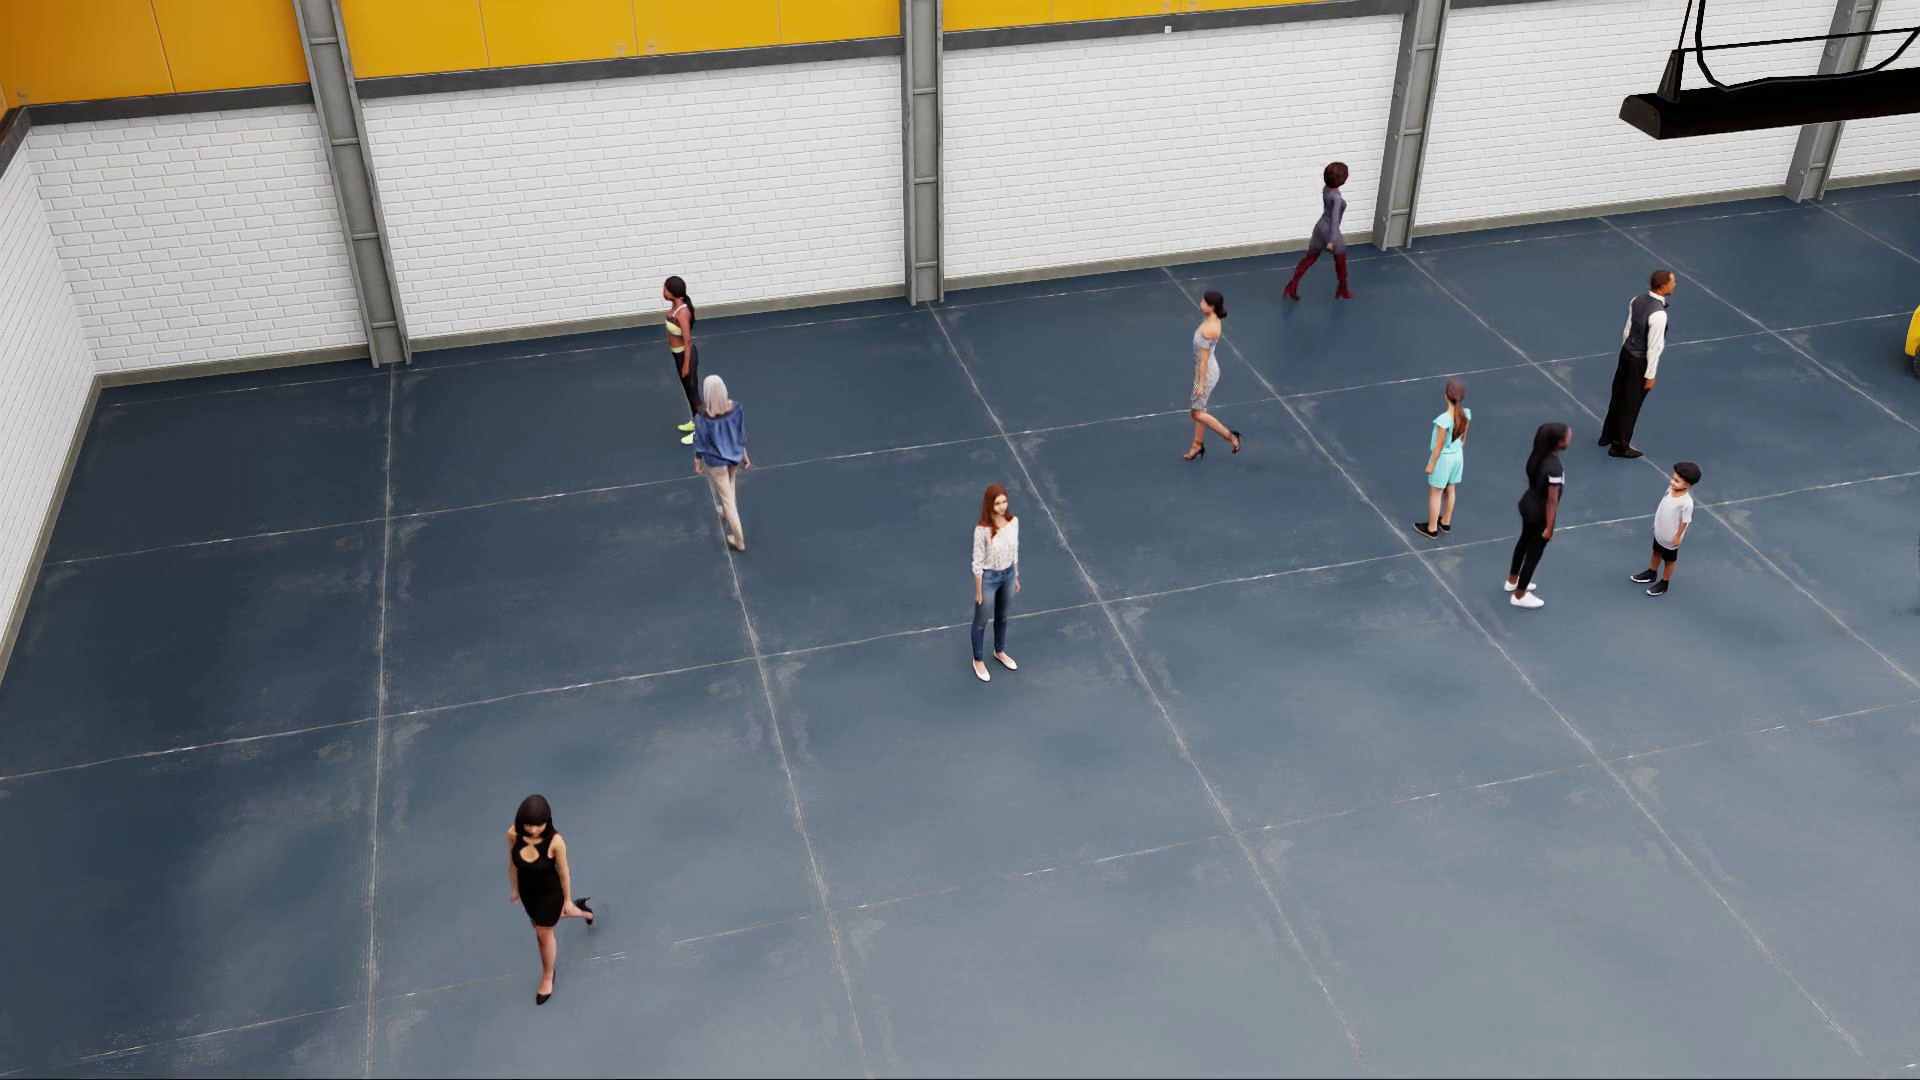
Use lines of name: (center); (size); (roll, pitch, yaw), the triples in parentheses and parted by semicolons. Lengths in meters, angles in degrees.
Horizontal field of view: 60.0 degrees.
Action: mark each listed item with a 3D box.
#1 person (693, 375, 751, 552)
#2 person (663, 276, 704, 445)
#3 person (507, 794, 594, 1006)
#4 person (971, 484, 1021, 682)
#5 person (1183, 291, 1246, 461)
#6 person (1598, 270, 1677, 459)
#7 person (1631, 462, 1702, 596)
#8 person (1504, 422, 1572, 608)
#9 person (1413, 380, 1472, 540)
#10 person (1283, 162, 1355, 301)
person: (-2.040, -0.648, 14.677); (0.953, 1.672, 0.892); (-22, 40, -30)
person: (-2.680, -1.779, 16.305); (0.490, 1.753, 0.560); (-8, 34, -12)
person: (-2.595, 2.167, 10.484); (0.959, 1.624, 0.936); (10, 35, 15)
person: (0.275, 0.304, 13.193); (0.531, 1.728, 0.684); (-18, 38, -25)
person: (2.432, -1.527, 15.873); (0.921, 1.811, 0.794); (7, 34, 10)
person: (6.550, -1.721, 16.071); (0.616, 1.917, 0.720); (-5, 34, -7)
person: (6.092, -0.116, 14.249); (0.472, 1.260, 0.478); (-9, 35, -13)
person: (4.855, -0.219, 13.978); (0.655, 1.731, 0.683); (-1, 34, -2)
person: (4.359, -0.732, 14.907); (0.539, 1.558, 0.659); (-17, 37, -24)
person: (4.092, -3.455, 18.902); (1.067, 1.670, 0.586); (-9, 35, -13)
